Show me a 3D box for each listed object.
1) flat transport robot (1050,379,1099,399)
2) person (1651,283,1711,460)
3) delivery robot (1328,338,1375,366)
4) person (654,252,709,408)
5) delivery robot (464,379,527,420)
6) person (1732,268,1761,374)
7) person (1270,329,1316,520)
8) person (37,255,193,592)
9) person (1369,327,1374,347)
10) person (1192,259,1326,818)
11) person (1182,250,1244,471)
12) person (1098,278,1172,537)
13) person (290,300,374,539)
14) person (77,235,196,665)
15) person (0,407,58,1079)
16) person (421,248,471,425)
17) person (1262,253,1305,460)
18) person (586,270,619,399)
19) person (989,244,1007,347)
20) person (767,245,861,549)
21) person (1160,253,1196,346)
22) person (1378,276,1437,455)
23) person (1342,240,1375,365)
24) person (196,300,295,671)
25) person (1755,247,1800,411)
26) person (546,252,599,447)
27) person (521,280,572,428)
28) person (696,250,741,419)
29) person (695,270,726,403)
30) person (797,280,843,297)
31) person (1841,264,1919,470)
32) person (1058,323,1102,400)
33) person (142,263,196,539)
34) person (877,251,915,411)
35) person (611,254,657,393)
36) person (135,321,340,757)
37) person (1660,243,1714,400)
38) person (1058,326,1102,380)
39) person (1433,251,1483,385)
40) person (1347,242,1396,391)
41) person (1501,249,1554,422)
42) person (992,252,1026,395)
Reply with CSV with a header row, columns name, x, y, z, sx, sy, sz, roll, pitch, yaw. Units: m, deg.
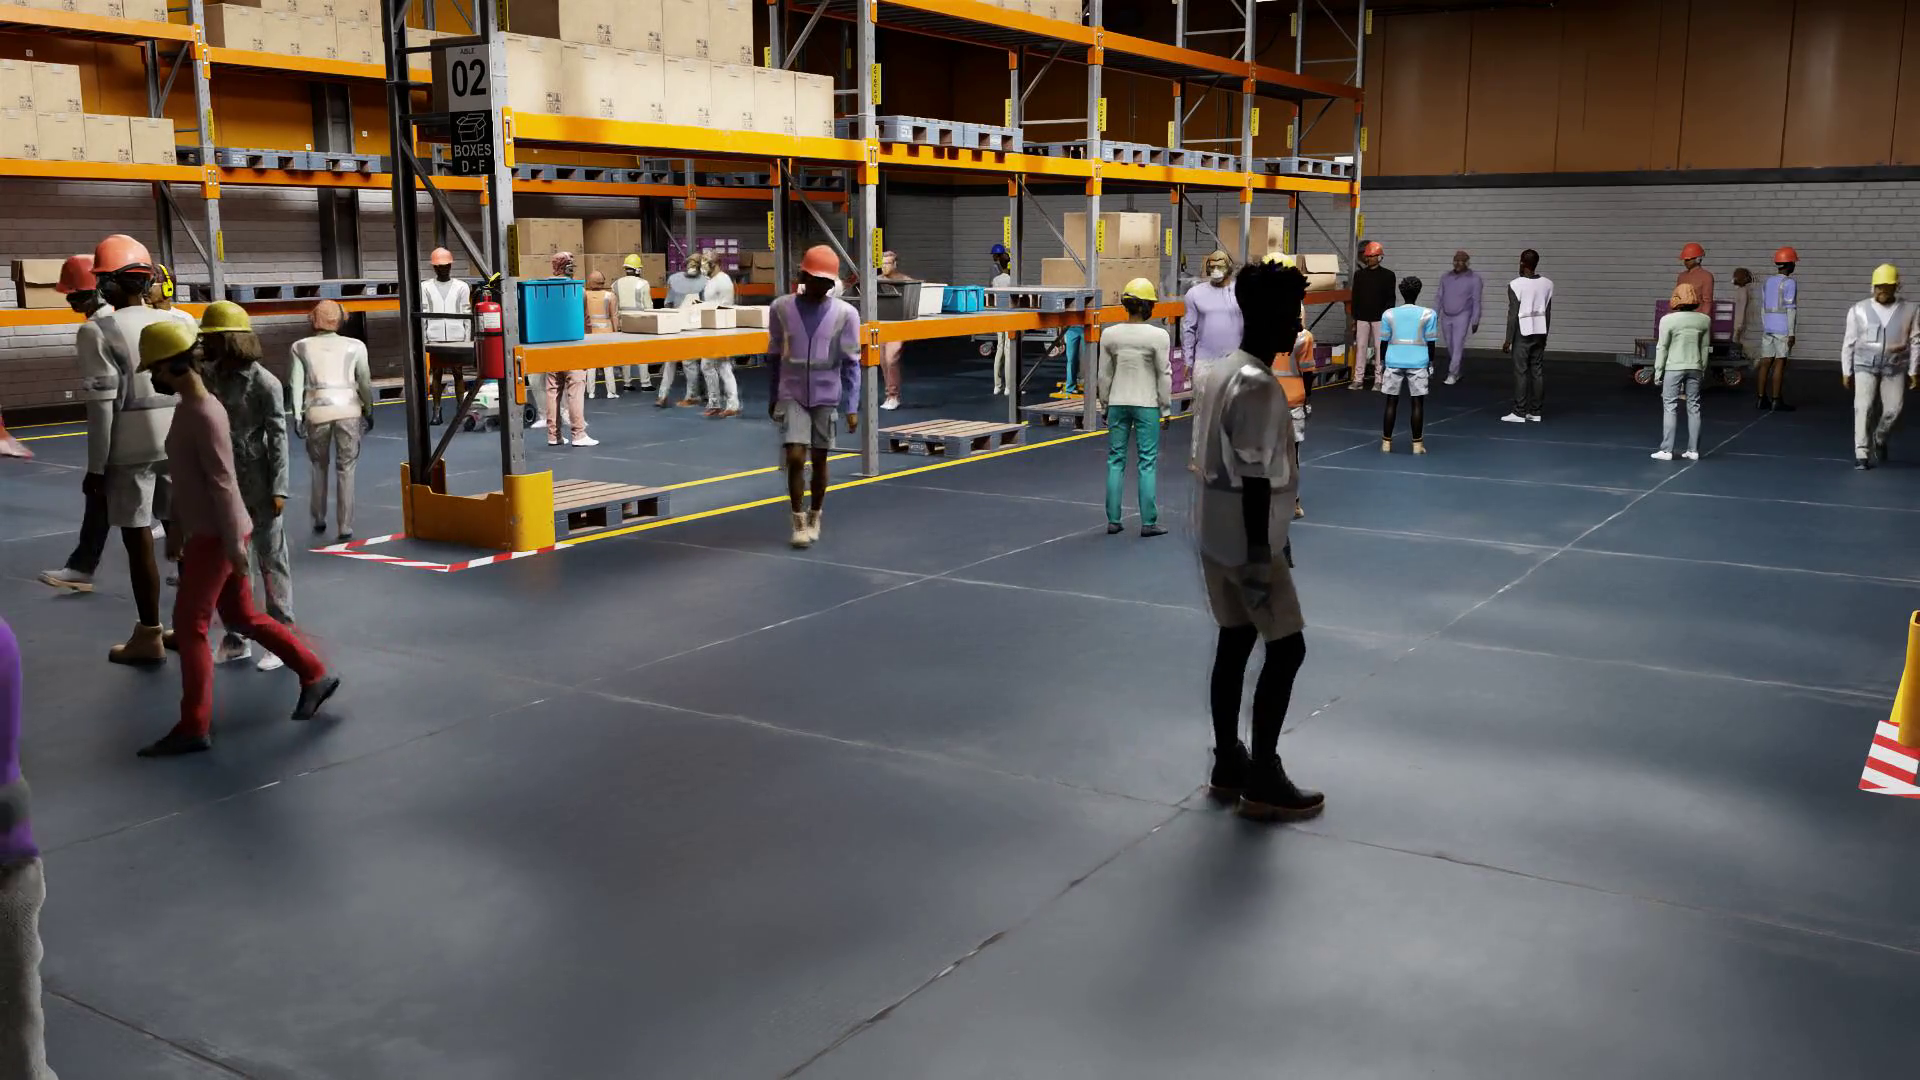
name,x,y,z,sx,sy,sz,roll,pitch,yaw
flat transport robot,1.846,-1.941,21.293,0.652,0.197,1.431,9,14,41
person,6.664,-1.547,15.366,0.498,1.626,0.289,-1,10,-6
delivery robot,5.891,-2.811,25.063,0.707,0.478,0.477,3,11,17
person,-3.328,-2.493,19.899,0.701,1.883,0.676,5,11,25
delivery robot,-4.968,-1.500,17.801,0.477,0.478,0.707,5,11,25
person,11.470,-3.179,24.398,0.492,1.618,0.519,4,11,22
person,2.300,-0.986,12.050,0.539,1.696,0.317,4,11,19
person,-4.808,-0.652,9.512,1.025,1.928,0.645,-8,13,-39
person,6.683,-3.758,27.050,0.527,1.828,0.881,3,11,14
person,1.065,-0.007,5.897,0.475,1.955,0.625,-1,10,-8
person,2.253,-1.559,14.550,0.635,1.938,0.354,3,11,14
person,1.206,-0.906,11.418,0.529,1.765,0.327,6,12,29
person,-4.310,-0.834,11.454,0.522,1.608,0.698,-3,11,-14
person,-3.928,-0.424,7.968,0.379,2.045,0.605,5,11,25
person,-1.522,0.670,2.326,0.594,1.926,0.538,3,11,18
person,-5.632,-2.221,18.223,0.551,1.936,0.356,-3,11,-16
person,2.414,-1.224,12.725,0.379,1.924,0.594,-2,11,-13
person,-4.589,-2.605,21.161,0.522,1.645,0.306,0,10,1
person,0.706,-4.394,30.231,0.395,1.945,0.618,6,12,30
person,-0.959,-0.930,10.931,0.632,1.981,0.734,0,10,-1
person,3.341,-3.459,25.365,0.590,1.836,0.404,4,11,20
person,4.233,-1.651,15.775,0.547,1.689,0.322,5,11,25
person,6.509,-3.838,26.896,0.714,2.000,0.535,-9,13,-40
person,-3.392,-0.250,7.838,0.487,1.744,0.312,4,11,19
person,9.735,-2.497,19.742,0.350,1.942,0.547,-2,10,-11
person,-3.860,-1.866,16.342,0.652,1.906,0.404,5,11,25
person,-4.479,-1.993,17.904,0.629,1.596,0.410,3,11,17
person,-2.810,-2.302,18.751,0.700,1.906,0.660,-4,11,-22
person,-3.150,-2.627,20.736,0.506,1.843,0.351,4,11,19
person,-1.692,-2.443,19.662,0.620,1.857,0.765,3,11,18
person,8.129,-1.526,14.702,0.621,1.816,0.448,5,11,24
person,1.499,-2.619,20.694,0.578,1.840,0.377,2,10,11
person,-5.318,-0.916,11.174,0.520,1.874,0.327,6,12,29
person,-0.878,-2.480,19.822,0.657,1.885,0.690,6,12,32
person,-4.305,-2.859,22.043,0.588,1.835,0.403,4,11,19
person,-2.951,-0.036,6.753,0.793,1.711,0.530,-6,12,-30
person,9.264,-2.771,21.137,0.391,1.986,0.609,-3,11,-18
person,1.614,-2.955,22.443,0.606,1.889,0.974,1,10,3
person,7.016,-3.141,23.505,0.849,1.876,0.642,-9,14,-41
person,5.536,-2.998,22.365,0.612,1.995,0.392,7,13,35
person,6.325,-2.268,18.534,0.590,1.920,0.399,-4,11,-22
person,0.629,-2.832,21.795,0.328,1.872,0.509,-7,12,-35
